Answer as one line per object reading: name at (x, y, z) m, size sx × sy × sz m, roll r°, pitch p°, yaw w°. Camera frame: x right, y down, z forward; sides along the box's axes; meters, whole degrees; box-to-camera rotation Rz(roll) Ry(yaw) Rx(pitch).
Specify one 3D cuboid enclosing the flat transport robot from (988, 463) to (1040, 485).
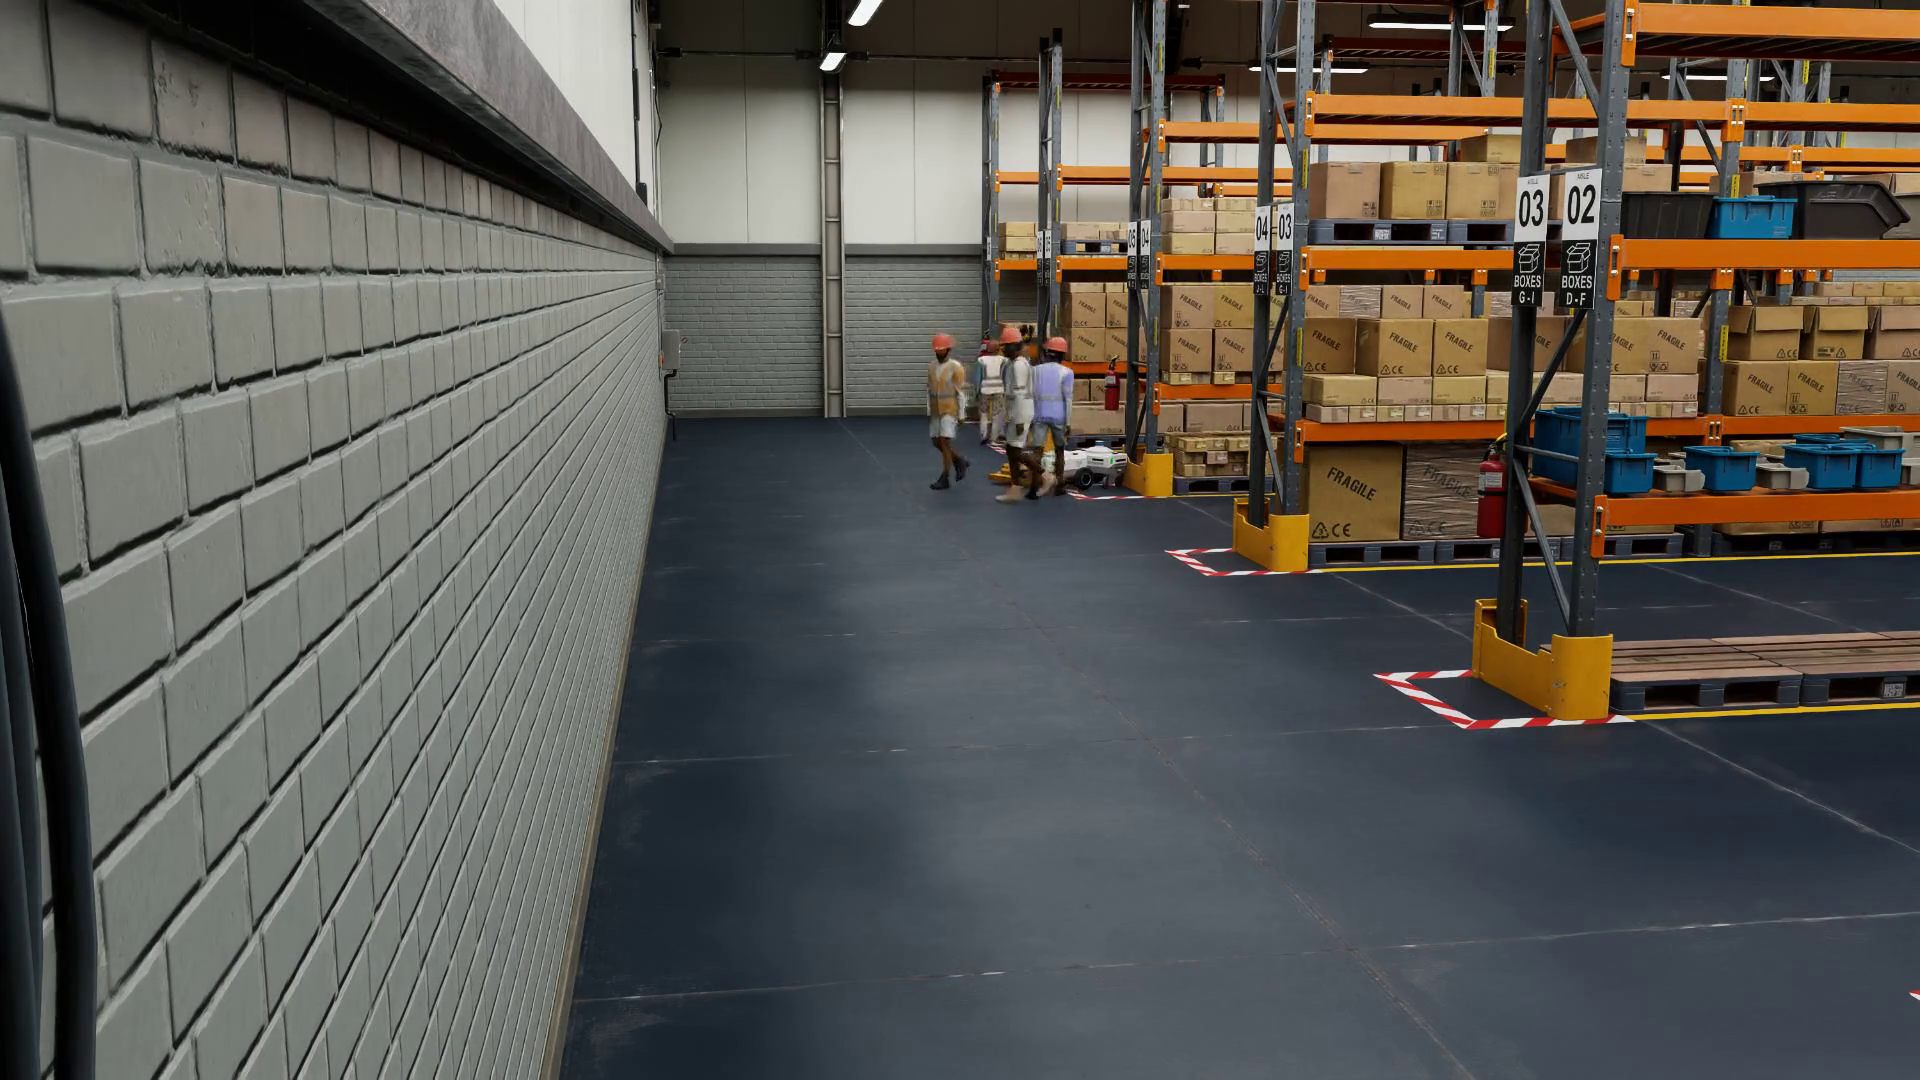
flat transport robot at (1.113, -0.870, 20.959) m, size 1.431 × 0.197 × 0.652 m, roll -6°, pitch 11°, yaw -35°

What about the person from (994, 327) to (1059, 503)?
person at (0.727, -1.408, 18.908) m, size 0.676 × 2.016 × 0.645 m, roll -1°, pitch 9°, yaw -3°

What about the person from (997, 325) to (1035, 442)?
person at (0.969, -2.410, 25.704) m, size 0.960 × 1.807 × 0.675 m, roll -4°, pitch 10°, yaw -24°

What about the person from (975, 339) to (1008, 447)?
person at (0.472, -2.223, 25.142) m, size 0.507 × 1.620 × 0.511 m, roll -1°, pitch 9°, yaw -6°

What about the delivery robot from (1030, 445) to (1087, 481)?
delivery robot at (1.185, -0.917, 20.087) m, size 0.707 × 0.478 × 0.477 m, roll -6°, pitch 11°, yaw -34°

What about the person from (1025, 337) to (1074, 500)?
person at (1.035, -1.414, 19.391) m, size 0.558 × 1.888 × 0.747 m, roll 3°, pitch 10°, yaw 17°

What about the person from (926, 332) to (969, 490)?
person at (-0.137, -1.581, 20.260) m, size 0.579 × 1.919 × 0.645 m, roll 8°, pitch 12°, yaw 41°

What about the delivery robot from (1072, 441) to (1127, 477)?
delivery robot at (1.715, -0.980, 20.472) m, size 0.477 × 0.478 × 0.707 m, roll -9°, pitch 13°, yaw -43°
